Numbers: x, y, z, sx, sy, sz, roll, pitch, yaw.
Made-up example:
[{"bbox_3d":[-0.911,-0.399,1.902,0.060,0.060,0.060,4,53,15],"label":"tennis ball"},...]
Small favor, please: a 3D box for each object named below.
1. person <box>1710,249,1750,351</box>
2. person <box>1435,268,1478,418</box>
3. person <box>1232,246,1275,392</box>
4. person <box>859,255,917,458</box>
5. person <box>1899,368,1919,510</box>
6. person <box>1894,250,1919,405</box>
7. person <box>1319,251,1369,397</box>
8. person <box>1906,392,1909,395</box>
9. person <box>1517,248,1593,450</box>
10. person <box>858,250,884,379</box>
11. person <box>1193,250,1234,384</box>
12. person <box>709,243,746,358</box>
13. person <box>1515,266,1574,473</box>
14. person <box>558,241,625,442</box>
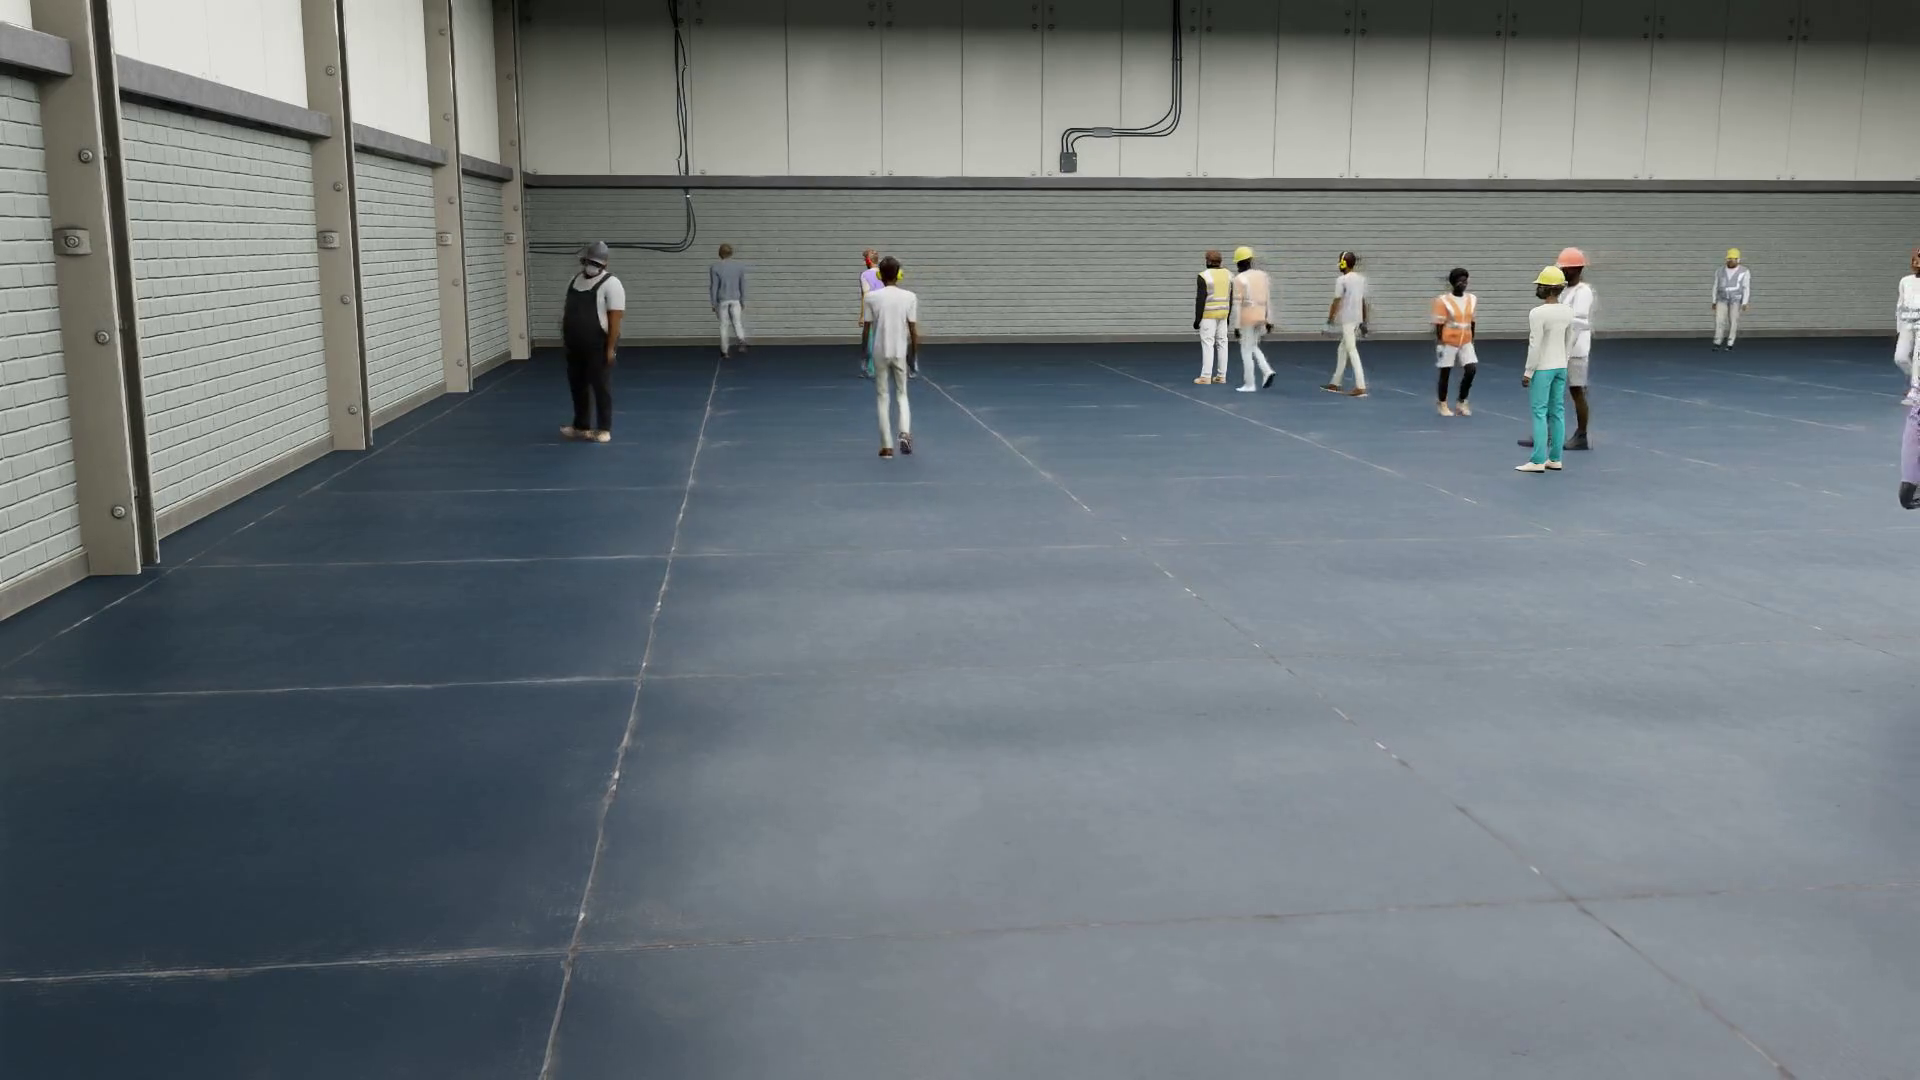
[{"bbox_3d":[13.545,-4.215,29.316,0.621,1.801,0.821,7,13,34],"label":"person"},{"bbox_3d":[5.548,-2.188,18.550,0.545,1.671,0.554,-3,11,-15],"label":"person"},{"bbox_3d":[3.791,-2.867,21.690,0.618,1.897,0.562,-8,13,-36],"label":"person"},{"bbox_3d":[-0.671,-1.673,15.268,0.519,1.858,0.381,-3,11,-14],"label":"person"},{"bbox_3d":[4.619,-0.276,7.523,0.680,1.873,0.862,9,14,40],"label":"person"},{"bbox_3d":[11.599,-2.558,20.087,0.504,1.870,0.583,-6,12,-28],"label":"person"},{"bbox_3d":[4.911,-2.764,21.300,0.905,1.834,0.511,10,14,44],"label":"person"},{"bbox_3d":[12.456,-2.746,21.071,0.488,1.920,0.671,1,10,7],"label":"person"},{"bbox_3d":[5.663,-1.789,15.722,0.786,1.907,0.564,-1,10,-7],"label":"person"},{"bbox_3d":[-1.220,-3.223,23.797,0.390,1.838,0.563,7,13,36],"label":"person"},{"bbox_3d":[3.479,-3.070,22.948,0.621,1.845,0.429,-6,12,-30],"label":"person"},{"bbox_3d":[-3.855,-3.982,27.712,0.643,1.925,0.667,-5,12,-27],"label":"person"},{"bbox_3d":[5.053,-1.464,14.339,0.533,1.772,0.297,-7,12,-33],"label":"person"},{"bbox_3d":[-3.698,-1.980,16.429,0.813,2.000,0.537,7,12,33],"label":"person"}]
